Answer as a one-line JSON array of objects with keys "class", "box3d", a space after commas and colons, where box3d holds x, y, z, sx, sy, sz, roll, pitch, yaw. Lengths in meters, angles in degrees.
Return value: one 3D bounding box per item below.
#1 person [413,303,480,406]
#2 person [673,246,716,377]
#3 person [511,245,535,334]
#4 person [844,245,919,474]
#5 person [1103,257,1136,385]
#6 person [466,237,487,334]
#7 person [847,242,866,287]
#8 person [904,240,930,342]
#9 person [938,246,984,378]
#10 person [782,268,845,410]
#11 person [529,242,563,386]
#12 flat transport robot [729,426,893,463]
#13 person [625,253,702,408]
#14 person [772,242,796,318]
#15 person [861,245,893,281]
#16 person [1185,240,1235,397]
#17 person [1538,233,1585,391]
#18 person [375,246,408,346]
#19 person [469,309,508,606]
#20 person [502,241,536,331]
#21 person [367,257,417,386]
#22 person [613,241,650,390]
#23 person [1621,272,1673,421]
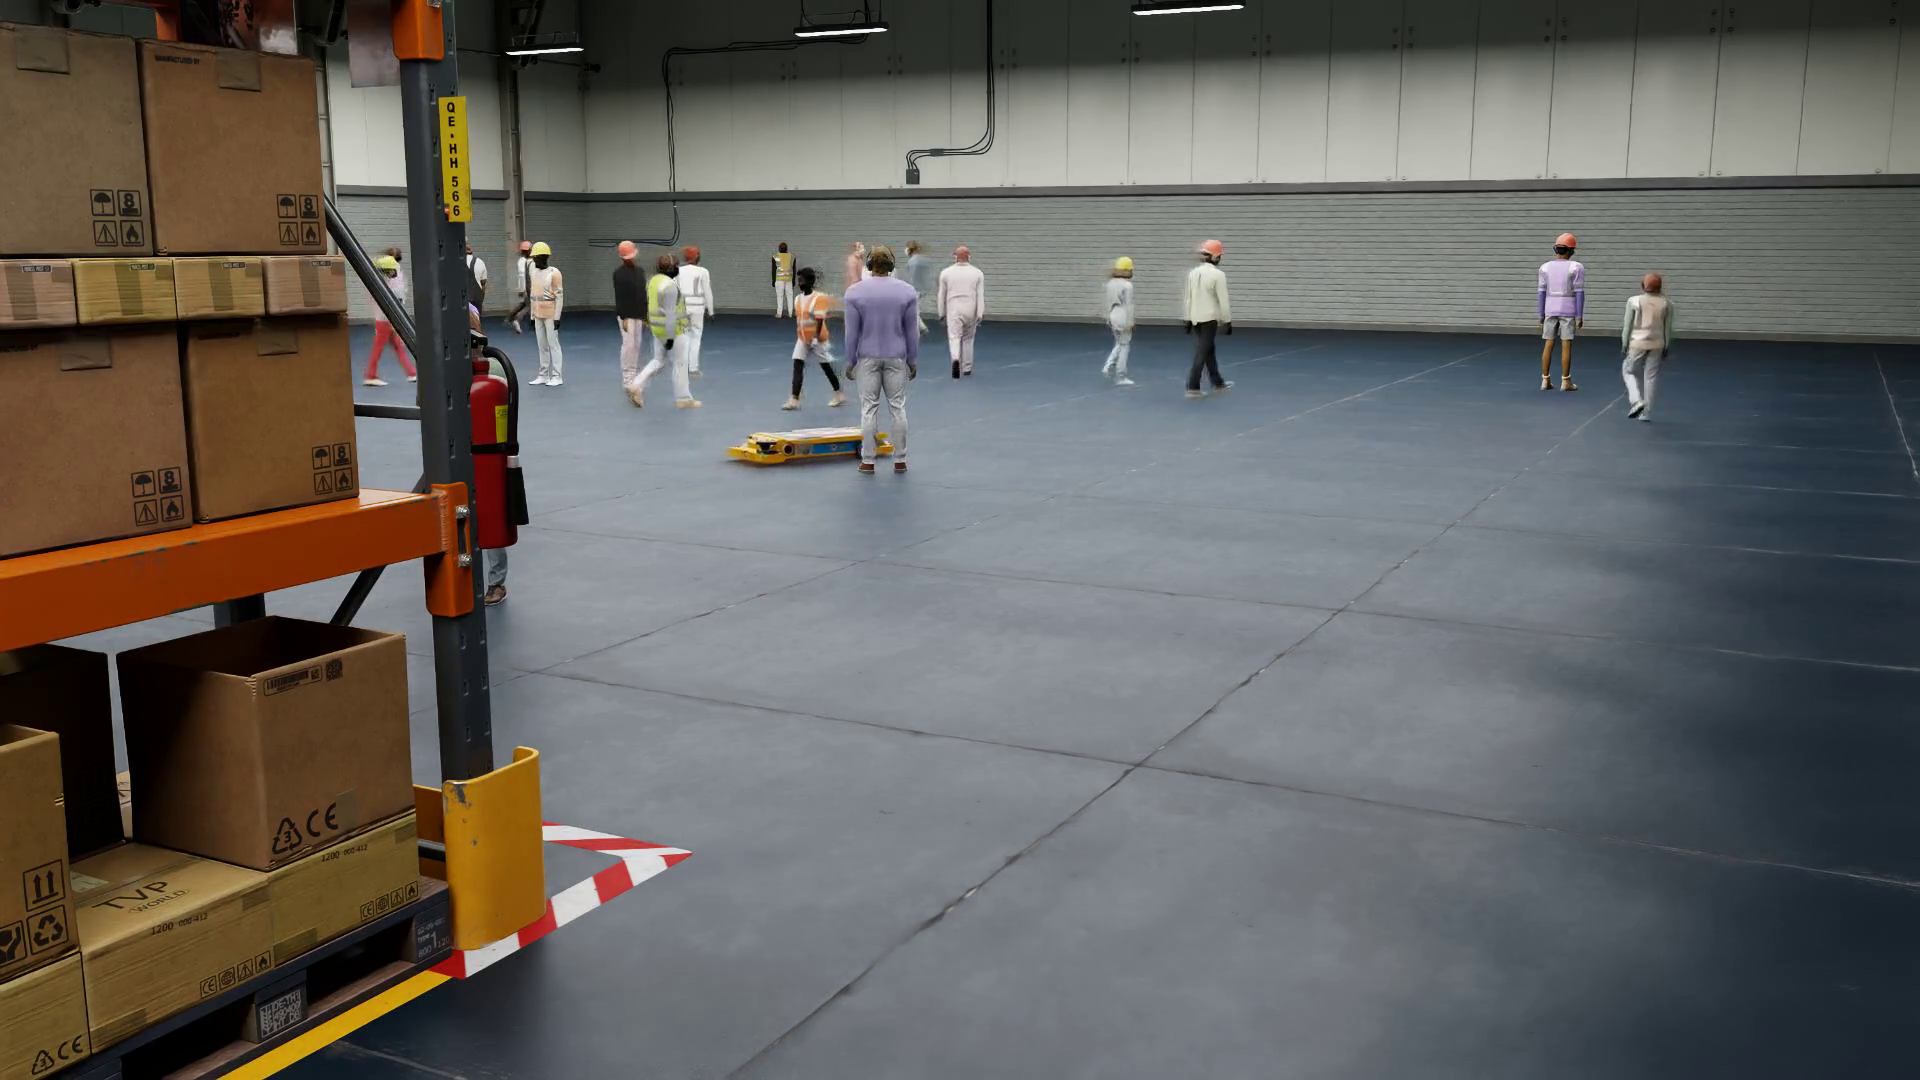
[{"class": "person", "box3d": [-3.715, -1.106, 12.118, 0.570, 1.840, 0.375, 5, 11, 24]}, {"class": "person", "box3d": [-3.813, -3.262, 23.803, 0.574, 1.867, 0.441, 4, 11, 23]}, {"class": "person", "box3d": [-8.700, -5.045, 33.664, 0.529, 1.826, 0.773, 10, 14, 43]}, {"class": "person", "box3d": [-0.666, -1.522, 14.120, 0.635, 1.939, 0.362, -2, 11, -11]}, {"class": "person", "box3d": [2.212, -2.965, 22.558, 0.367, 1.733, 0.502, -6, 12, -30]}, {"class": "person", "box3d": [-7.659, -3.683, 25.628, 0.679, 2.000, 0.537, -10, 14, -44]}, {"class": "person", "box3d": [-1.963, -5.133, 33.963, 0.876, 1.874, 0.680, 3, 11, 14]}, {"class": "person", "box3d": [-0.897, -4.698, 31.490, 0.431, 1.928, 0.632, 1, 10, 7]}, {"class": "person", "box3d": [0.017, -3.262, 23.817, 0.653, 1.875, 0.890, 0, 10, 0]}, {"class": "person", "box3d": [-1.699, -2.350, 19.426, 0.533, 1.653, 0.862, 8, 13, 37]}, {"class": "person", "box3d": [-5.594, -3.037, 22.415, 0.591, 1.927, 0.366, 7, 13, 35]}, {"class": "flat transport robot", "box3d": [-1.315, -0.881, 15.175, 1.431, 0.197, 0.652, -7, 13, -34]}, {"class": "person", "box3d": [-3.476, -2.432, 19.433, 0.828, 1.819, 0.626, -7, 12, -33]}, {"class": "person", "box3d": [-4.347, -6.400, 40.987, 0.632, 1.843, 0.429, -5, 11, -23]}, {"class": "person", "box3d": [-1.285, -3.590, 25.589, 0.606, 1.868, 0.432, -7, 13, -34]}, {"class": "person", "box3d": [3.211, -2.779, 20.938, 0.969, 1.948, 0.657, -6, 12, -30]}, {"class": "person", "box3d": [7.845, -2.965, 21.705, 0.607, 2.044, 0.372, 9, 14, 41]}, {"class": "person", "box3d": [-10.336, -4.429, 30.285, 0.609, 1.823, 0.637, -6, 12, -30]}, {"class": "person", "box3d": [-2.703, -0.456, 9.133, 0.503, 1.636, 0.277, 3, 11, 18]}, {"class": "person", "box3d": [-9.238, -5.354, 35.133, 0.912, 1.909, 0.545, -2, 11, -11]}, {"class": "person", "box3d": [-7.608, -2.939, 22.391, 0.886, 1.720, 0.552, -3, 11, -17]}, {"class": "person", "box3d": [-4.324, -2.940, 21.849, 0.445, 1.949, 0.681, 4, 11, 22]}, {"class": "person", "box3d": [7.467, -2.097, 18.113, 0.534, 1.626, 0.370, 1, 10, 4]}]
